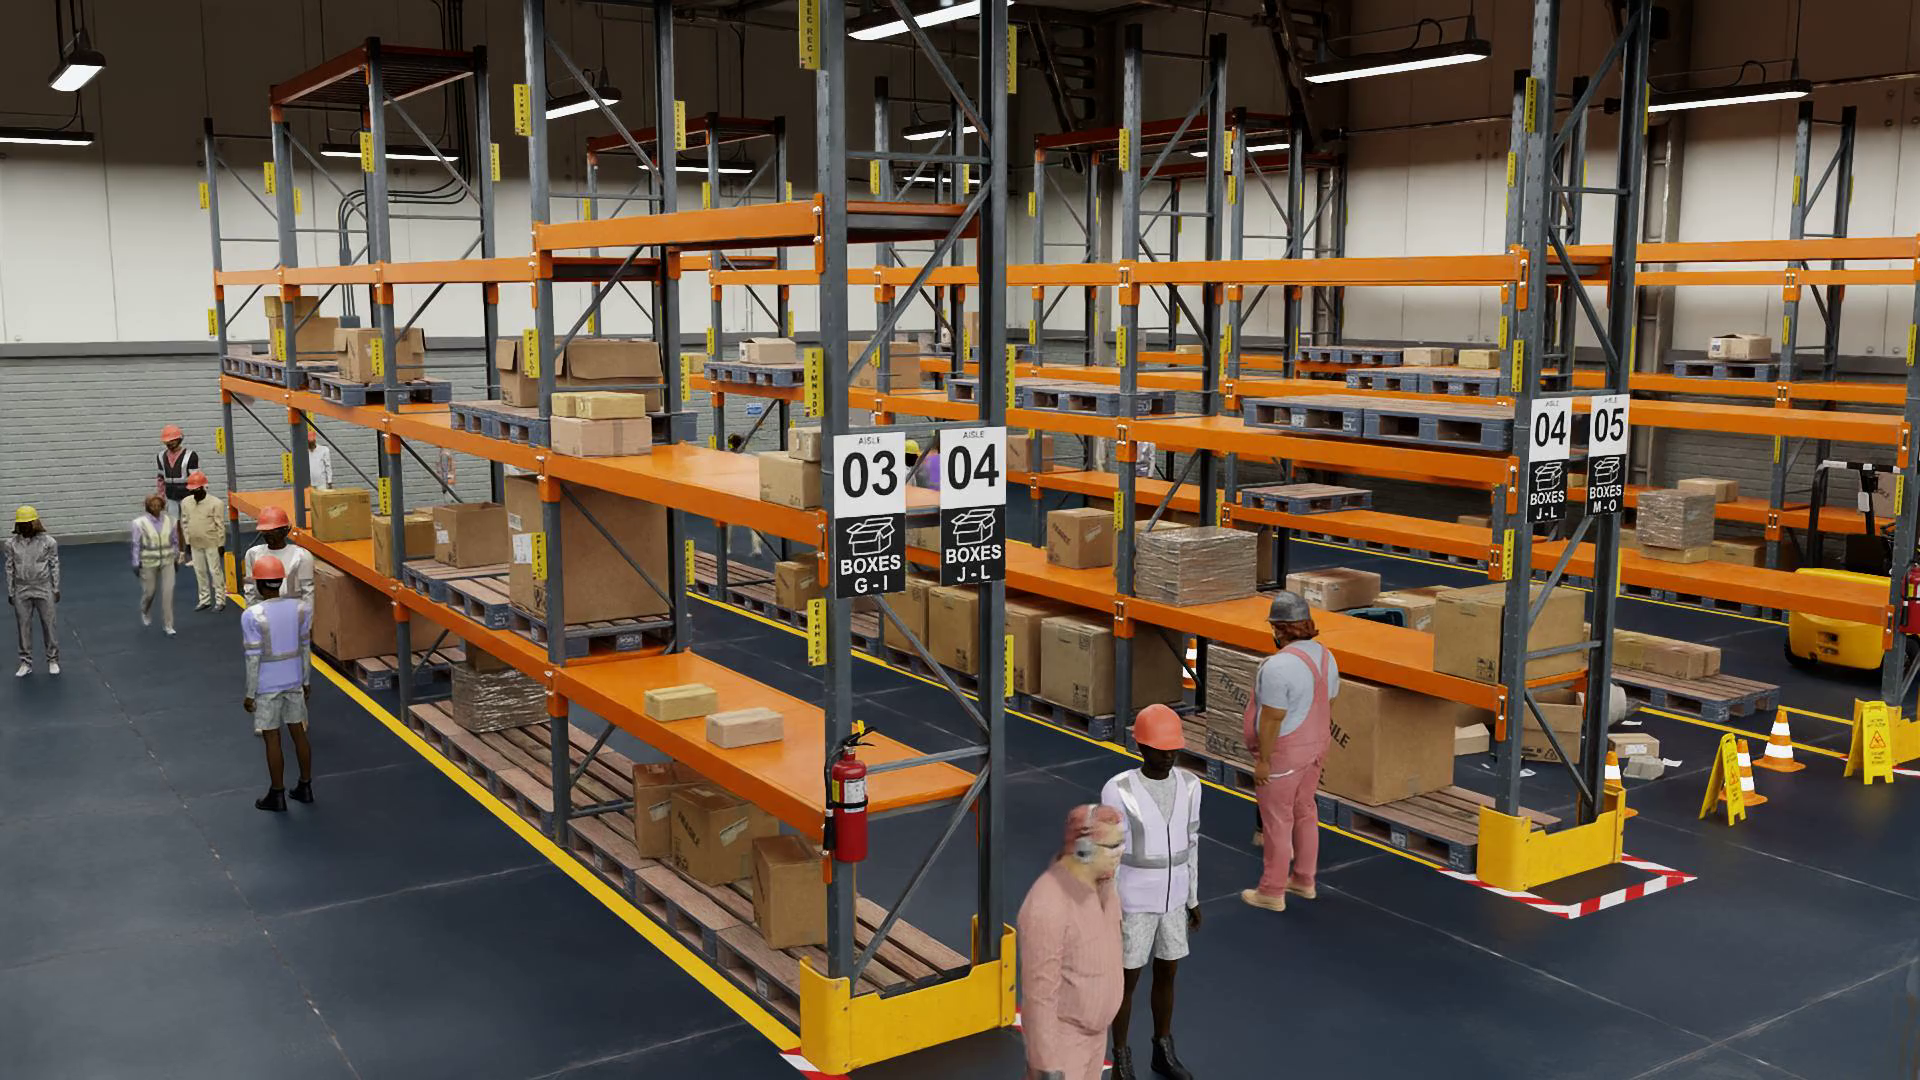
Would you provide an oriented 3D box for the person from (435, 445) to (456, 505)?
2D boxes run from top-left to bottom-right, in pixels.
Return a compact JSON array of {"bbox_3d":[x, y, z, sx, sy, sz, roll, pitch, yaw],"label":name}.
[{"bbox_3d":[-8.243,-0.892,26.676,0.318,1.631,0.514,-3,9,-16],"label":"person"}]

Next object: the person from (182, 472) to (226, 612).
[{"bbox_3d":[-9.194,0.028,20.204,0.556,1.734,0.382,2,9,14],"label":"person"}]

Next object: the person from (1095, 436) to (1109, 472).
[{"bbox_3d":[2.626,-1.471,30.508,0.289,1.633,0.499,1,9,5],"label":"person"}]

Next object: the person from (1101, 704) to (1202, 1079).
[{"bbox_3d":[0.947,1.742,8.101,0.545,1.939,0.354,-4,9,-26],"label":"person"}]

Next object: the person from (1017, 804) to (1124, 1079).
[{"bbox_3d":[0.457,1.981,6.685,0.411,1.892,0.649,4,10,27],"label":"person"}]

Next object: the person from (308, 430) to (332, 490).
[{"bbox_3d":[-10.345,-0.936,26.604,0.574,1.738,0.352,-3,9,-20],"label":"person"}]

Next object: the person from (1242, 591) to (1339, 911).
[{"bbox_3d":[2.074,1.314,10.610,0.535,2.000,0.685,8,12,43],"label":"person"}]

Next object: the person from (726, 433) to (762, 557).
[{"bbox_3d":[-3.249,-0.660,24.510,0.519,1.826,0.986,-7,11,-38],"label":"person"}]

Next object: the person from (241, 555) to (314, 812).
[{"bbox_3d":[-5.169,1.074,12.557,0.372,1.935,0.551,6,10,33],"label":"person"}]

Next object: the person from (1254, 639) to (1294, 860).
[{"bbox_3d":[2.218,1.367,11.443,0.319,1.686,0.539,-3,9,-17],"label":"person"}]

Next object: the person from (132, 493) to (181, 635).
[{"bbox_3d":[-9.191,0.260,19.011,0.525,1.617,0.573,-8,12,-43],"label":"person"}]

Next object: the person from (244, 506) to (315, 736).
[{"bbox_3d":[-5.978,0.712,14.614,0.608,2.044,0.370,0,9,-1],"label":"person"}]

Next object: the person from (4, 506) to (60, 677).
[{"bbox_3d":[-9.419,0.517,16.907,0.494,1.743,0.302,-3,9,-19],"label":"person"}]

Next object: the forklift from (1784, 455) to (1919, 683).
[{"bbox_3d":[9.643,0.253,17.172,2.313,2.155,1.214,-6,10,-33],"label":"forklift"}]

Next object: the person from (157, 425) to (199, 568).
[{"bbox_3d":[-11.041,-0.610,23.481,0.619,2.029,0.410,1,9,7],"label":"person"}]
